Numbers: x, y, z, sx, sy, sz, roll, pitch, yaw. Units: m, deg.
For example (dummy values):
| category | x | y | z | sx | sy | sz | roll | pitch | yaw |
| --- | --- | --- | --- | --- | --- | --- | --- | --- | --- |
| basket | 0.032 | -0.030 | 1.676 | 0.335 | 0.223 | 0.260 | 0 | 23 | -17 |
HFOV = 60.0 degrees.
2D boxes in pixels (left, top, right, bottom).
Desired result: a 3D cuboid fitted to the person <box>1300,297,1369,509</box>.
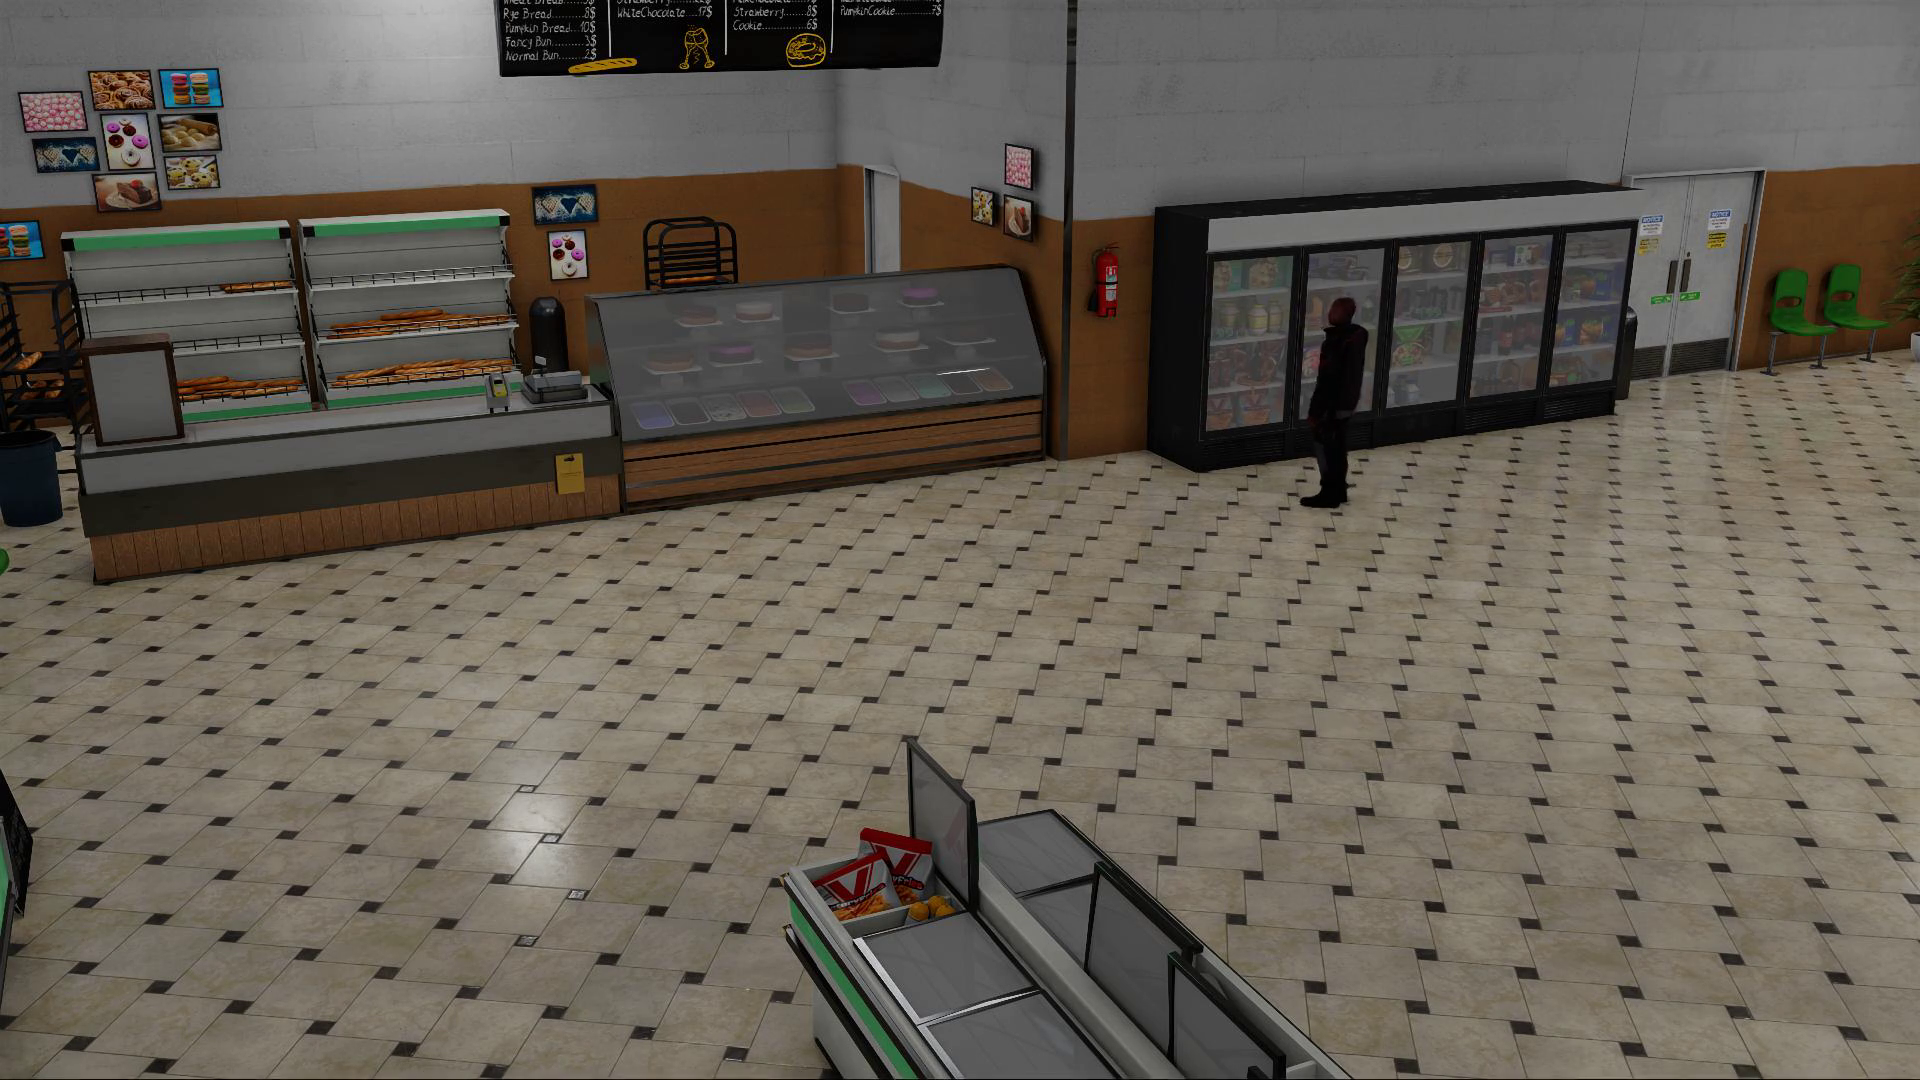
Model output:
| category | x | y | z | sx | sy | sz | roll | pitch | yaw |
| --- | --- | --- | --- | --- | --- | --- | --- | --- | --- |
| person | 3.184 | -1.170 | 13.999 | 0.835 | 1.818 | 0.806 | -17 | 25 | -41 |
